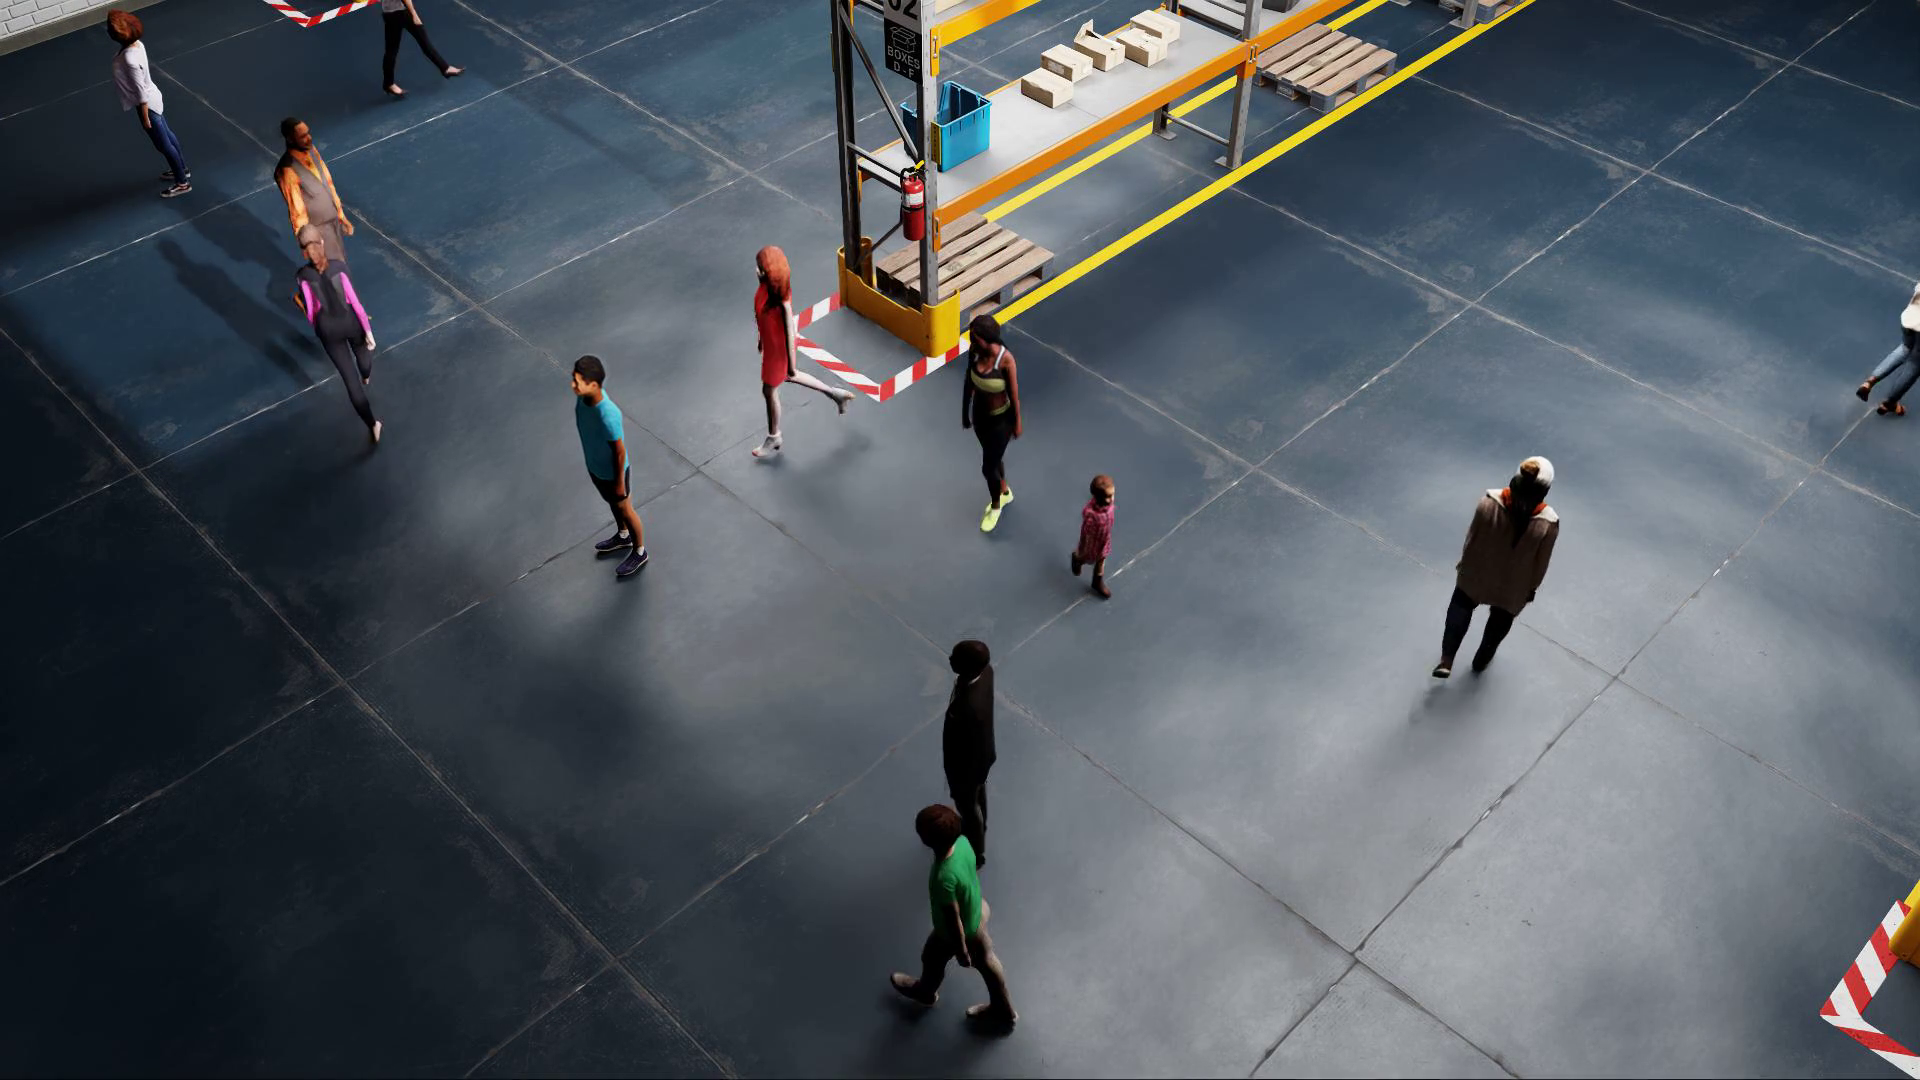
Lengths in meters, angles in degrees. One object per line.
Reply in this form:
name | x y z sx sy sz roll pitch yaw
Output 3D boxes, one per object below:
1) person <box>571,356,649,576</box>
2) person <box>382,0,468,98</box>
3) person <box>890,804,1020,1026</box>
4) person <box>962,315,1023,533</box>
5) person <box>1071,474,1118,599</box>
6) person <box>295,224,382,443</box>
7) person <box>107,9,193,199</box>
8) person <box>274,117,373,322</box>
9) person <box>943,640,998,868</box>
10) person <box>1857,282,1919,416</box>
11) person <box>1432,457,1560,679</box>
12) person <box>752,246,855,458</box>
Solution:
person | -2.380 -0.516 11.274 0.561 1.773 0.653 -26 49 -25
person | -5.534 -5.069 16.071 1.167 1.749 0.941 -14 45 -14
person | 0.076 2.038 8.712 0.933 1.608 1.011 10 45 11
person | 0.285 -0.902 11.706 0.624 1.735 0.708 27 50 26
person | 0.909 -0.062 11.344 0.571 1.018 0.548 -26 49 -25
person | -4.573 -1.485 12.347 1.140 1.696 0.895 -16 46 -16
person | -7.275 -3.936 14.908 0.756 1.713 0.738 -13 45 -14
person | -5.224 -2.515 13.285 0.979 1.893 0.925 5 44 5
person | 0.068 1.197 9.456 0.813 1.801 0.724 4 44 4
person | 7.182 -1.605 12.493 0.844 1.668 0.788 -8 44 -9
person | 3.347 0.215 10.428 0.833 1.881 0.999 23 48 22
person | -1.238 -1.411 12.193 1.154 1.801 0.904 -14 45 -15
